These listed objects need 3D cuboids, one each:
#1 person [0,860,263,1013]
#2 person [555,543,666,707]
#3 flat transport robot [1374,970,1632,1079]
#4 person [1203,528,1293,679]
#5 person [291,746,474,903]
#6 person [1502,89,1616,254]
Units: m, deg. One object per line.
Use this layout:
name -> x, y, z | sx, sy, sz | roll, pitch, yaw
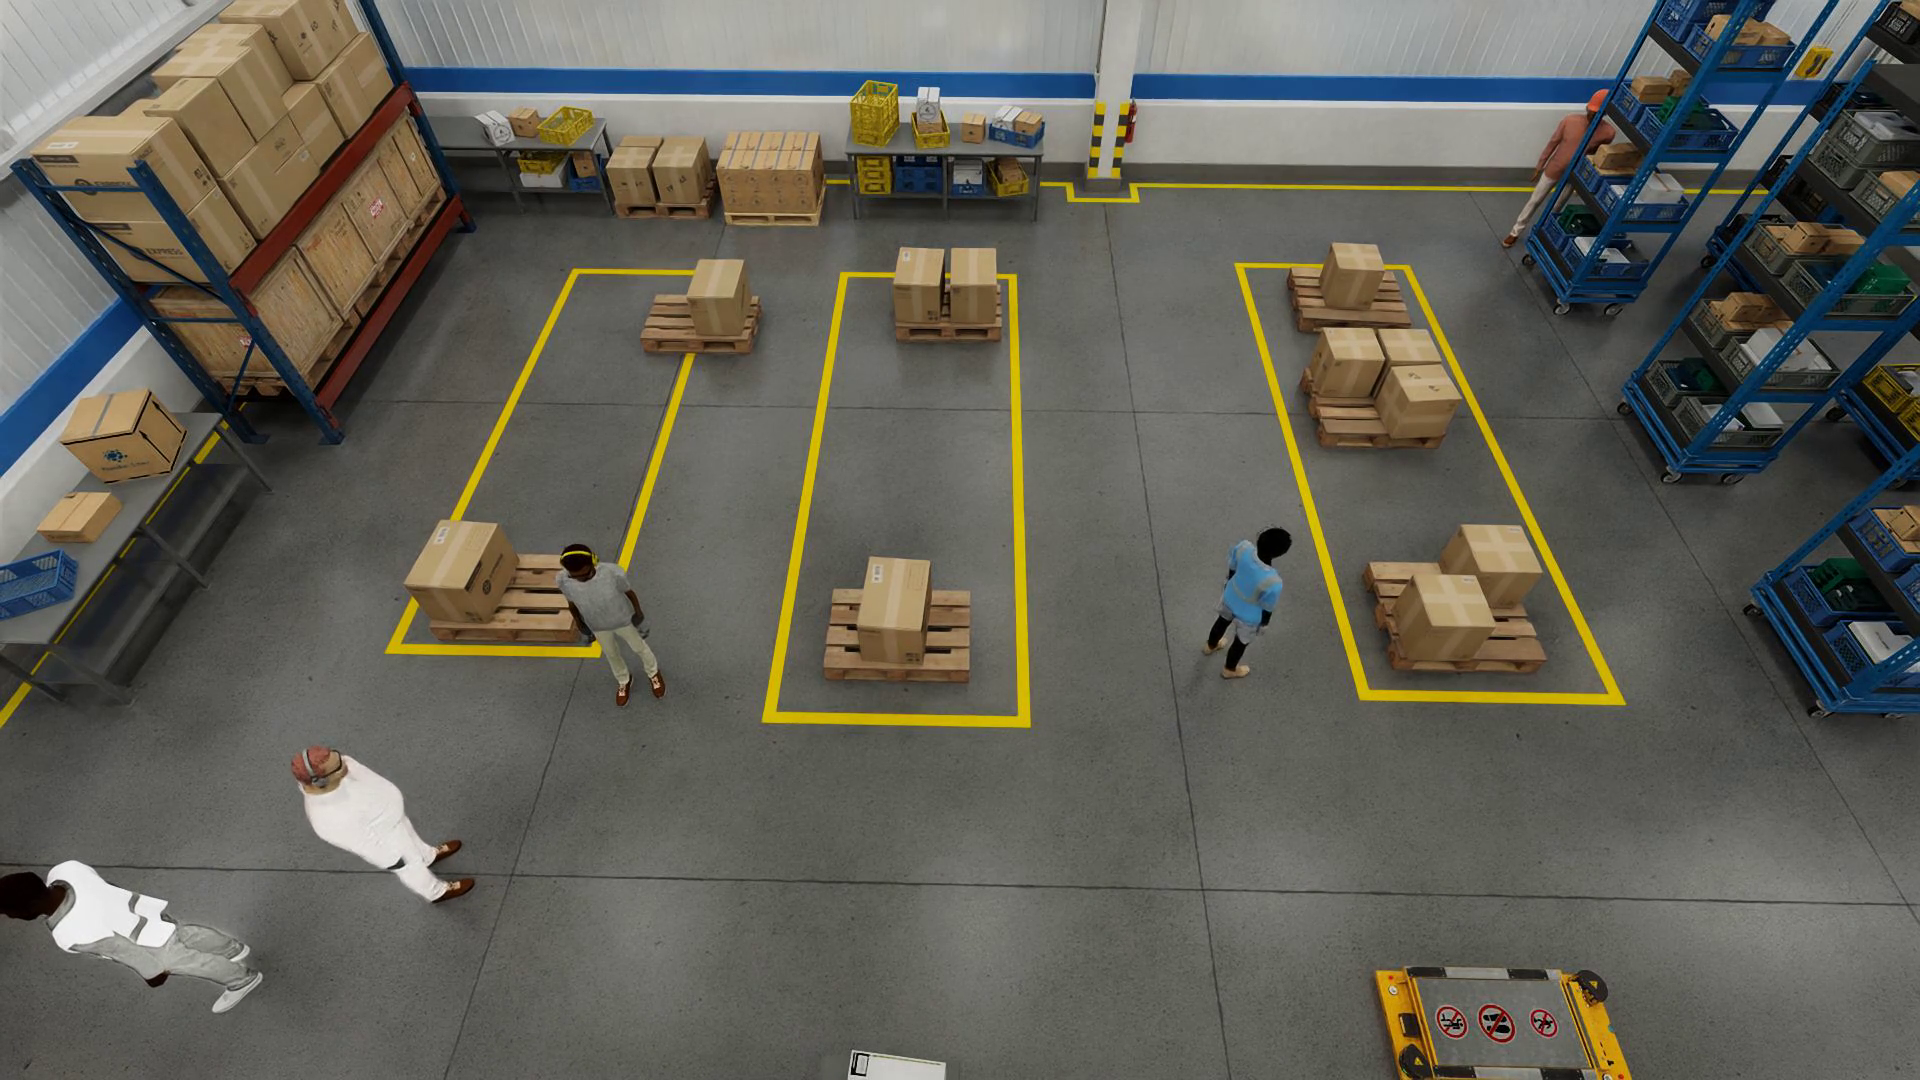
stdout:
person -> -4.906, 2.362, 5.487 | 0.371, 1.916, 0.597 | -35, 59, -25
person -> -2.634, 0.642, 6.925 | 0.510, 1.865, 0.329 | -10, 52, -8
flat transport robot -> 3.501, 3.133, 5.914 | 1.431, 0.197, 0.652 | 1, 51, 1
person -> 2.230, 0.483, 7.167 | 0.318, 1.693, 0.579 | -18, 53, -14
person -> -3.735, 1.831, 5.936 | 0.401, 1.899, 0.635 | -26, 55, -20
person -> 7.181, -4.358, 10.917 | 0.625, 1.992, 0.388 | 29, 56, 21
